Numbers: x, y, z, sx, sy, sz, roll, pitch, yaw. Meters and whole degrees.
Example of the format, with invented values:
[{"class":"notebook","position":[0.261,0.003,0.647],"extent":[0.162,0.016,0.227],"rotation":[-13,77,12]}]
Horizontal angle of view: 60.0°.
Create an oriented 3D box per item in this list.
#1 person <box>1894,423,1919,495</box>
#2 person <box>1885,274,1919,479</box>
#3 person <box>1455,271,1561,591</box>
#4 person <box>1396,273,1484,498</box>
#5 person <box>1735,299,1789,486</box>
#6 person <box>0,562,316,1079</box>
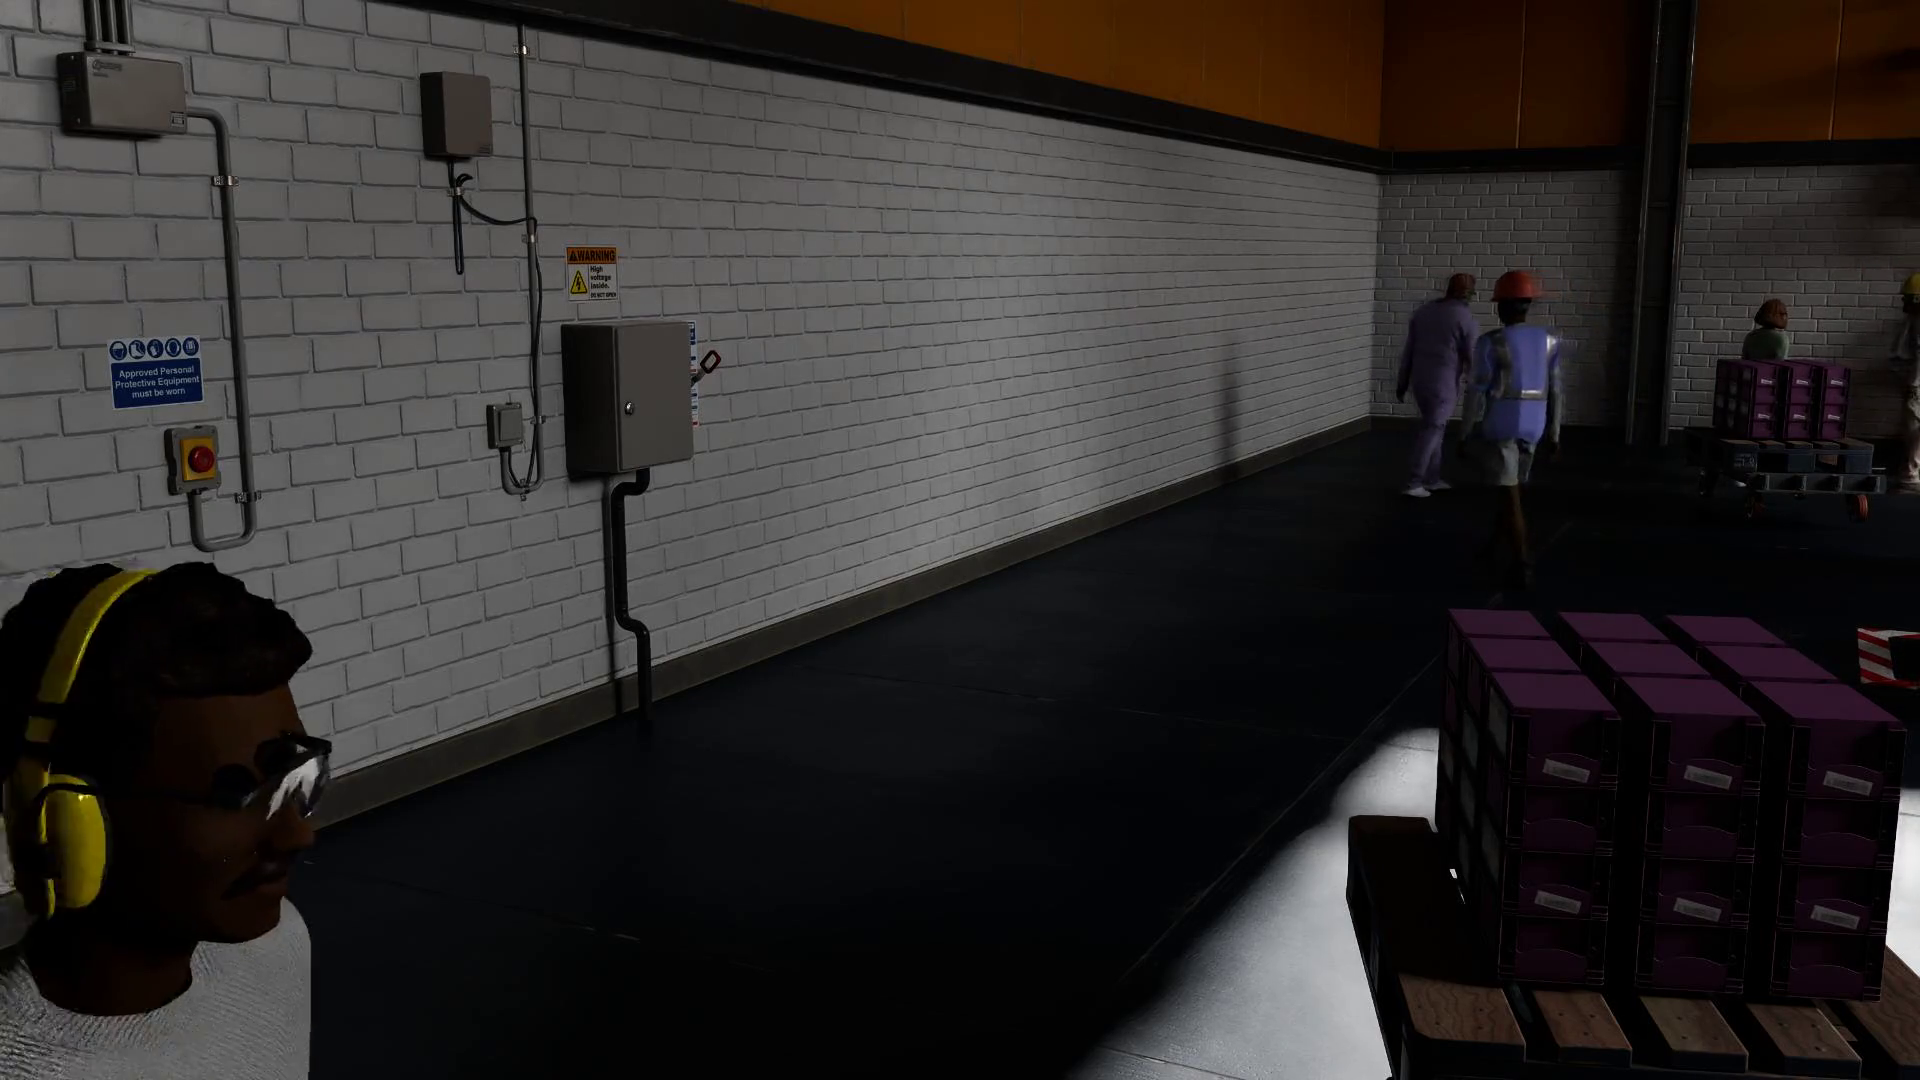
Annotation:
[{"class":"person","position":[8.308,-1.315,13.746],"extent":[0.965,1.943,0.627],"rotation":[4,11,22]},{"class":"person","position":[8.553,-1.460,14.937],"extent":[0.404,1.827,0.600],"rotation":[6,11,30]},{"class":"person","position":[3.302,-0.680,10.206],"extent":[0.575,1.900,0.902],"rotation":[-3,10,-15]},{"class":"person","position":[3.990,-1.267,13.761],"extent":[0.763,1.850,0.672],"rotation":[-6,11,-30]},{"class":"person","position":[6.899,-1.246,14.267],"extent":[0.266,1.631,0.507],"rotation":[-3,10,-15]},{"class":"person","position":[-0.739,0.898,1.366],"extent":[0.992,1.817,0.527],"rotation":[1,10,5]}]
